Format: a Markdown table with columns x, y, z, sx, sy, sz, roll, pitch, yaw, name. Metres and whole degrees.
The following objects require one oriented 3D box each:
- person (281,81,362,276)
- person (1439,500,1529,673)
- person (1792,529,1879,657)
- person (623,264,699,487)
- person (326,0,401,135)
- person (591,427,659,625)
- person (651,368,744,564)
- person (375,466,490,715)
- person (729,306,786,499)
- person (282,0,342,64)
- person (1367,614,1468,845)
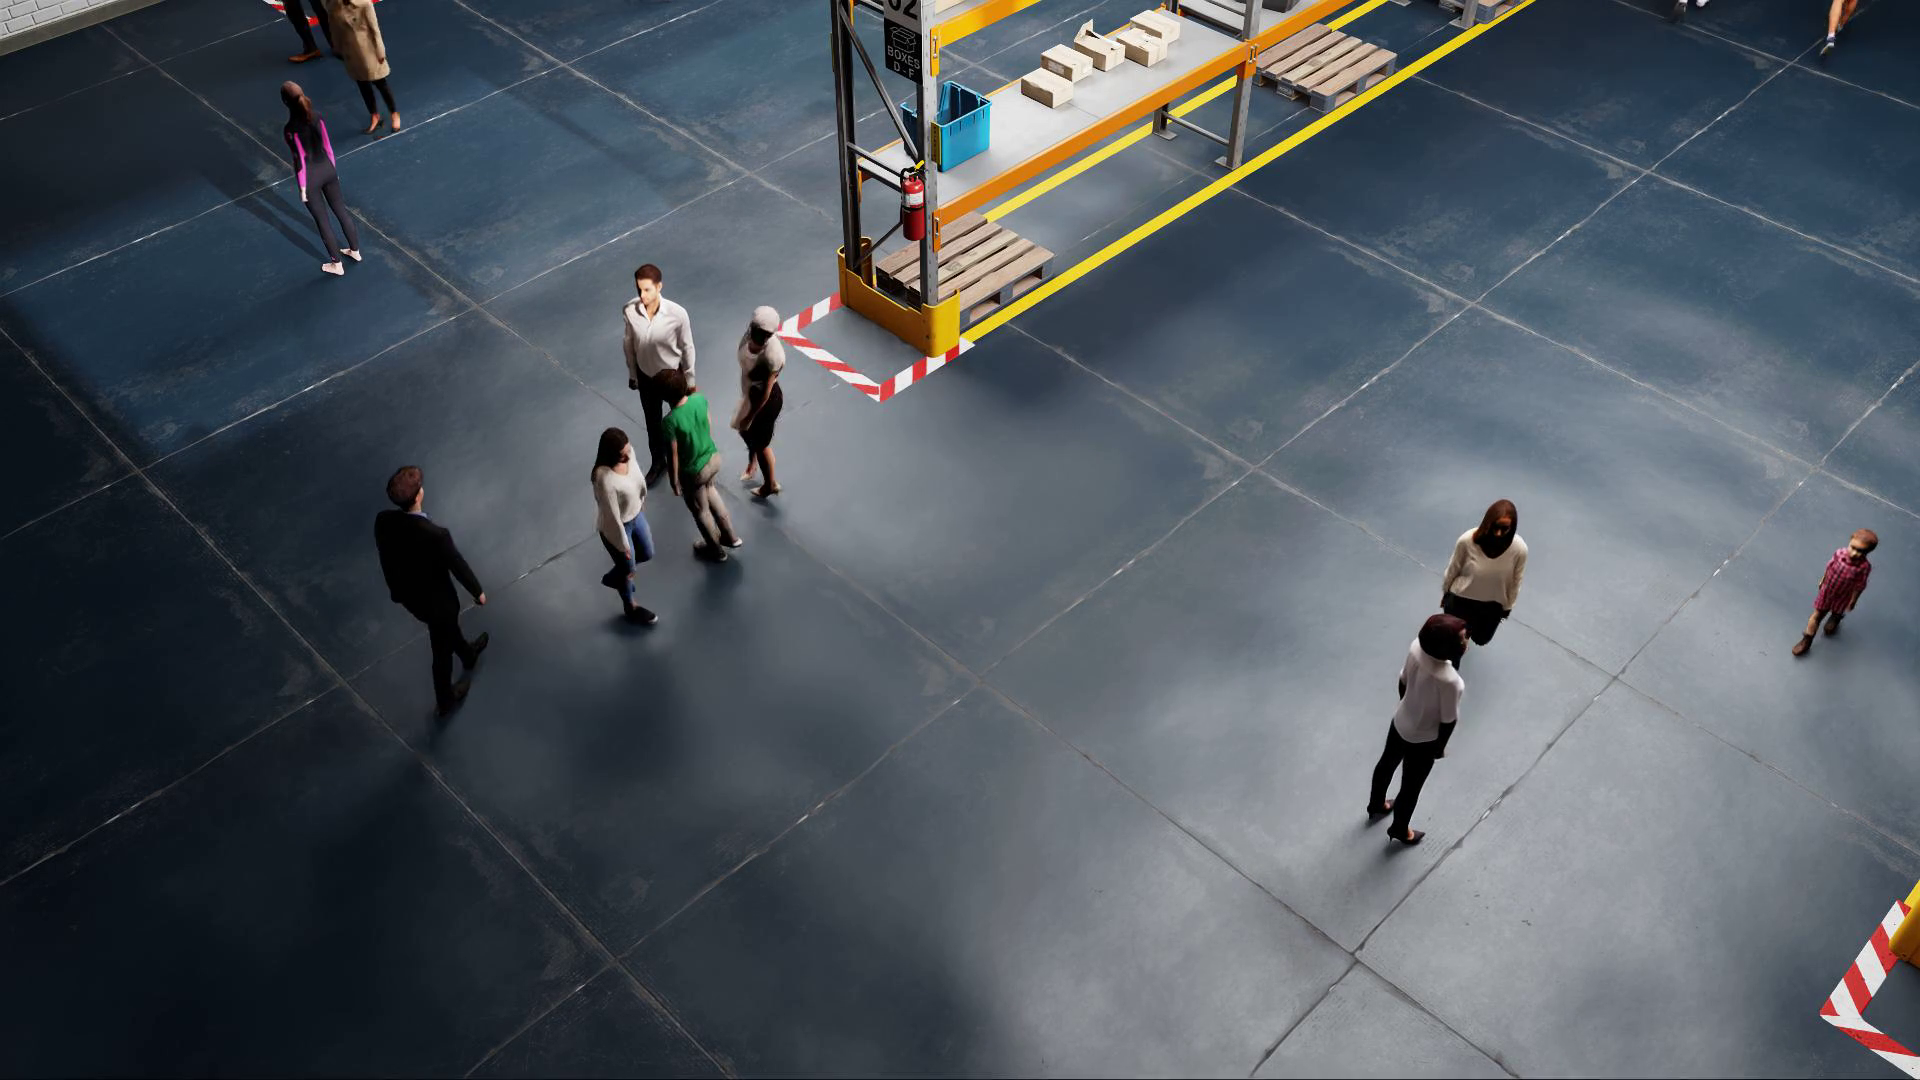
| x | y | z | sx | sy | sz | roll | pitch | yaw | name |
| --- | --- | --- | --- | --- | --- | --- | --- | --- | --- |
| -5.384 | -3.040 | 13.938 | 0.676 | 1.752 | 0.578 | 21 | 48 | 21 | person |
| 3.256 | 0.322 | 10.476 | 0.911 | 1.660 | 1.044 | 10 | 44 | 10 | person |
| 5.833 | 0.300 | 10.969 | 0.752 | 1.012 | 0.464 | -32 | 52 | -29 | person |
| -2.133 | -1.177 | 11.896 | 0.739 | 1.871 | 0.751 | 7 | 44 | 7 | person |
| -5.640 | -4.592 | 15.628 | 0.758 | 1.670 | 0.748 | 21 | 48 | 21 | person |
| -2.268 | -0.107 | 10.915 | 0.857 | 1.675 | 0.777 | 14 | 45 | 14 | person |
| -1.726 | -0.476 | 11.331 | 0.710 | 1.636 | 0.657 | 29 | 51 | 27 | person |
| -3.321 | 0.385 | 10.259 | 0.904 | 1.868 | 1.025 | 18 | 46 | 18 | person |
| -1.329 | -0.958 | 11.776 | 0.813 | 1.720 | 0.807 | -3 | 44 | -3 | person |
| -6.690 | -5.680 | 16.614 | 0.916 | 1.884 | 0.959 | 12 | 45 | 13 | person |
| 2.622 | 1.091 | 9.573 | 0.656 | 1.793 | 0.675 | -15 | 46 | -15 | person |
